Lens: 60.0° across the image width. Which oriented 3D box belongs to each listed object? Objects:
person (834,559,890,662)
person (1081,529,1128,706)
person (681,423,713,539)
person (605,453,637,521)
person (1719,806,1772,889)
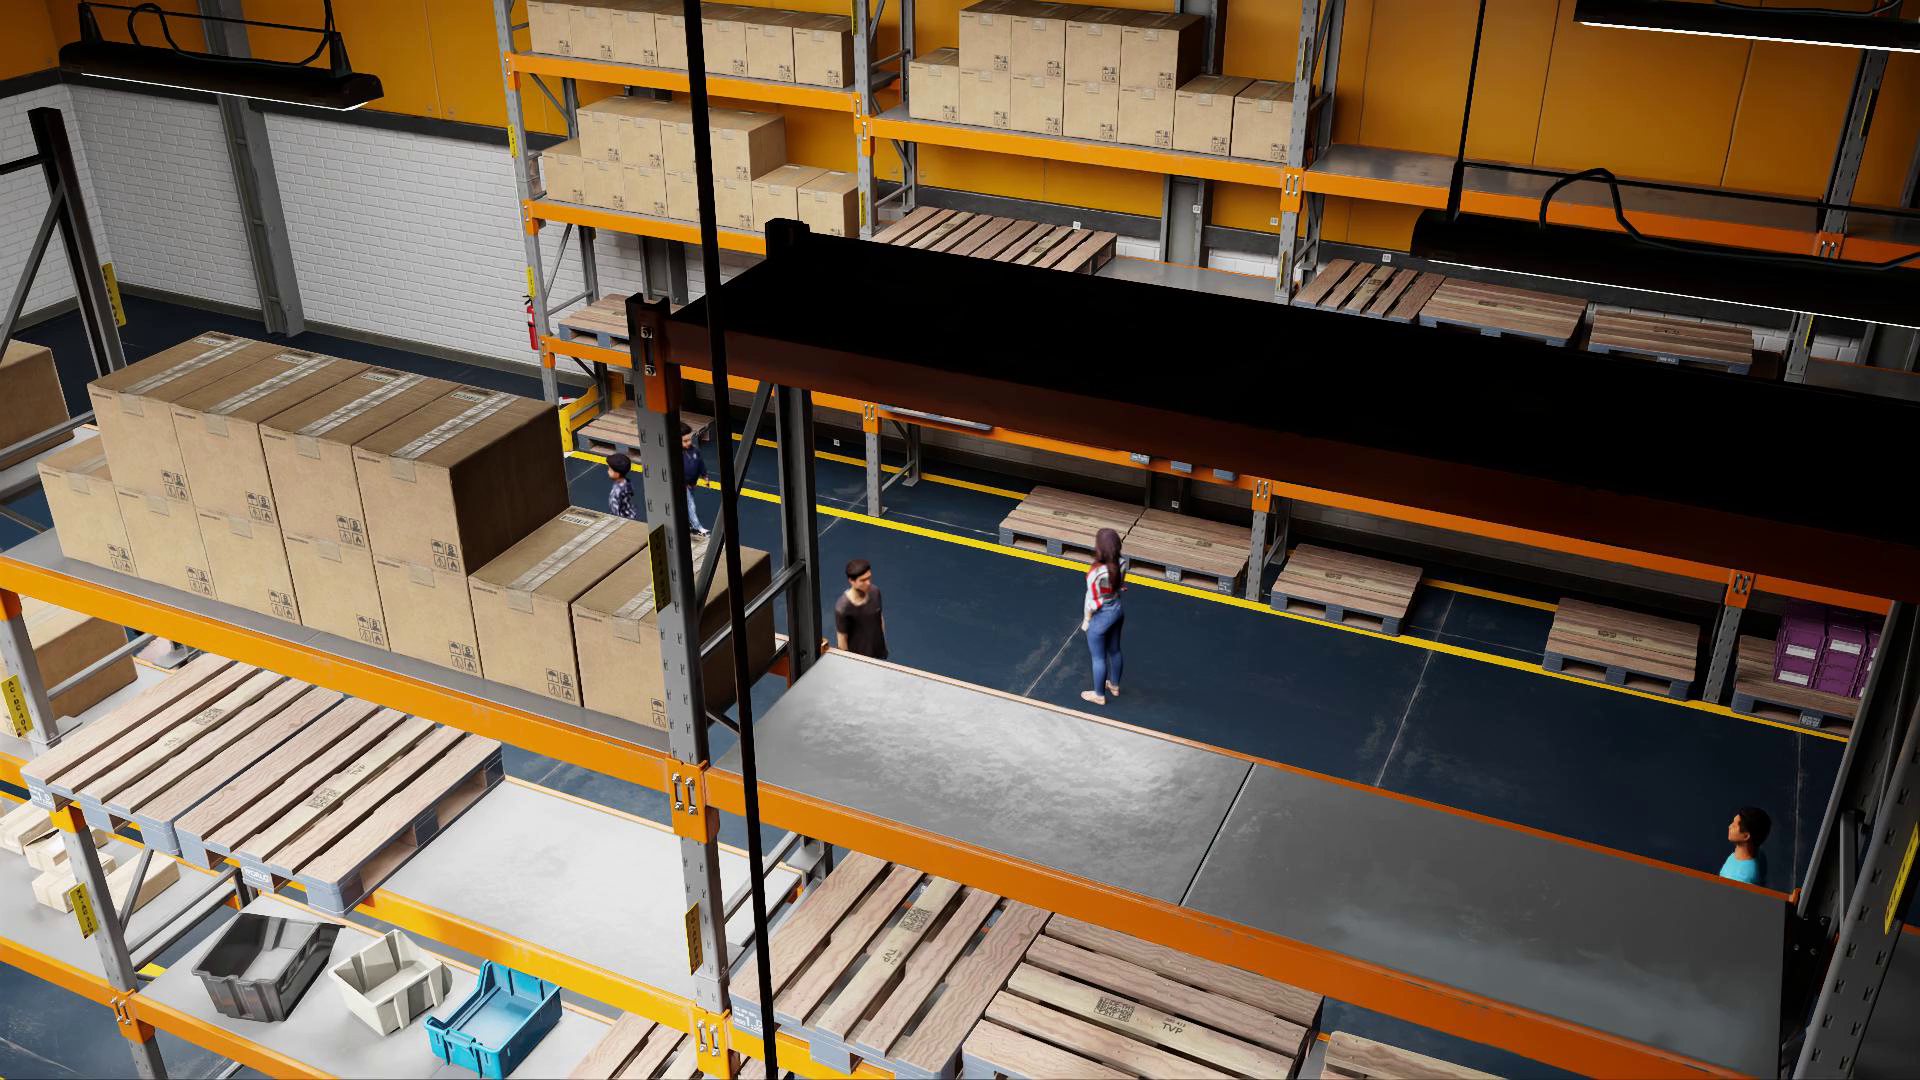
[{"bbox_3d":[-0.812,0.867,13.245,0.891,1.703,0.757,22,35,34],"label":"person"},{"bbox_3d":[1.210,0.623,13.787,0.654,1.613,0.631,-24,37,-37],"label":"person"},{"bbox_3d":[-2.740,-0.610,16.484,0.862,1.194,0.652,21,35,33],"label":"person"},{"bbox_3d":[-3.142,-0.232,15.746,0.810,1.239,0.658,2,29,3],"label":"person"},{"bbox_3d":[4.832,2.453,10.291,0.755,1.749,0.699,8,30,14],"label":"person"}]
